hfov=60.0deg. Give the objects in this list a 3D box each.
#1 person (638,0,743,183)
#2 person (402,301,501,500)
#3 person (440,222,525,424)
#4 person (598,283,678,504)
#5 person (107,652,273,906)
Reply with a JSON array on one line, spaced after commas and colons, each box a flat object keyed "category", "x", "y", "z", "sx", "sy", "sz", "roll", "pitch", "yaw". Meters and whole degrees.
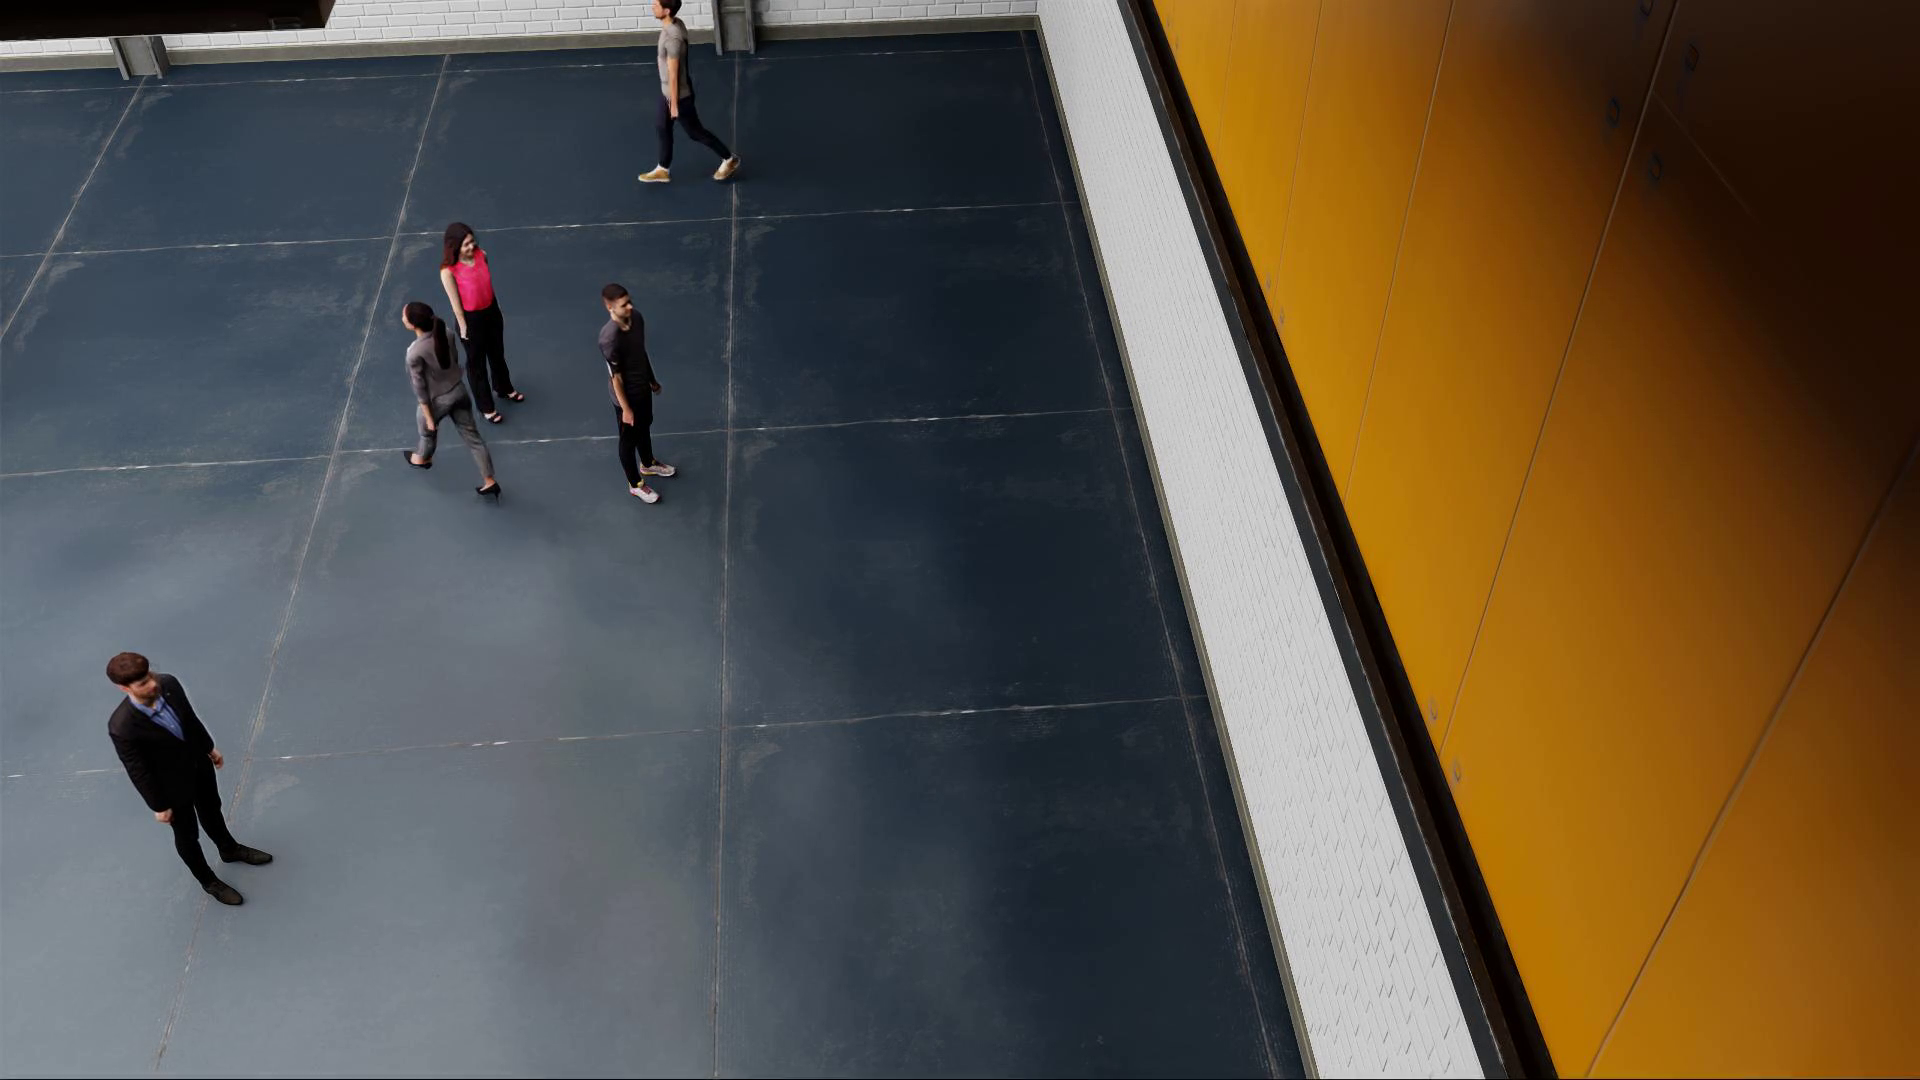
[{"category": "person", "x": -2.431, "y": -4.004, "z": 14.838, "sx": 1.218, "sy": 1.860, "sz": 0.766, "roll": -9, "pitch": 44, "yaw": -9}, {"category": "person", "x": -3.587, "y": -0.937, "z": 11.788, "sx": 1.191, "sy": 1.626, "sz": 1.041, "roll": 22, "pitch": 48, "yaw": 22}, {"category": "person", "x": -3.617, "y": -1.654, "z": 12.514, "sx": 0.683, "sy": 1.663, "sz": 0.663, "roll": 20, "pitch": 47, "yaw": 20}, {"category": "person", "x": -2.334, "y": -1.069, "z": 11.827, "sx": 0.682, "sy": 1.765, "sz": 0.706, "roll": 12, "pitch": 45, "yaw": 12}, {"category": "person", "x": -4.352, "y": 1.296, "z": 9.251, "sx": 0.736, "sy": 1.892, "sz": 0.766, "roll": 11, "pitch": 45, "yaw": 11}]
